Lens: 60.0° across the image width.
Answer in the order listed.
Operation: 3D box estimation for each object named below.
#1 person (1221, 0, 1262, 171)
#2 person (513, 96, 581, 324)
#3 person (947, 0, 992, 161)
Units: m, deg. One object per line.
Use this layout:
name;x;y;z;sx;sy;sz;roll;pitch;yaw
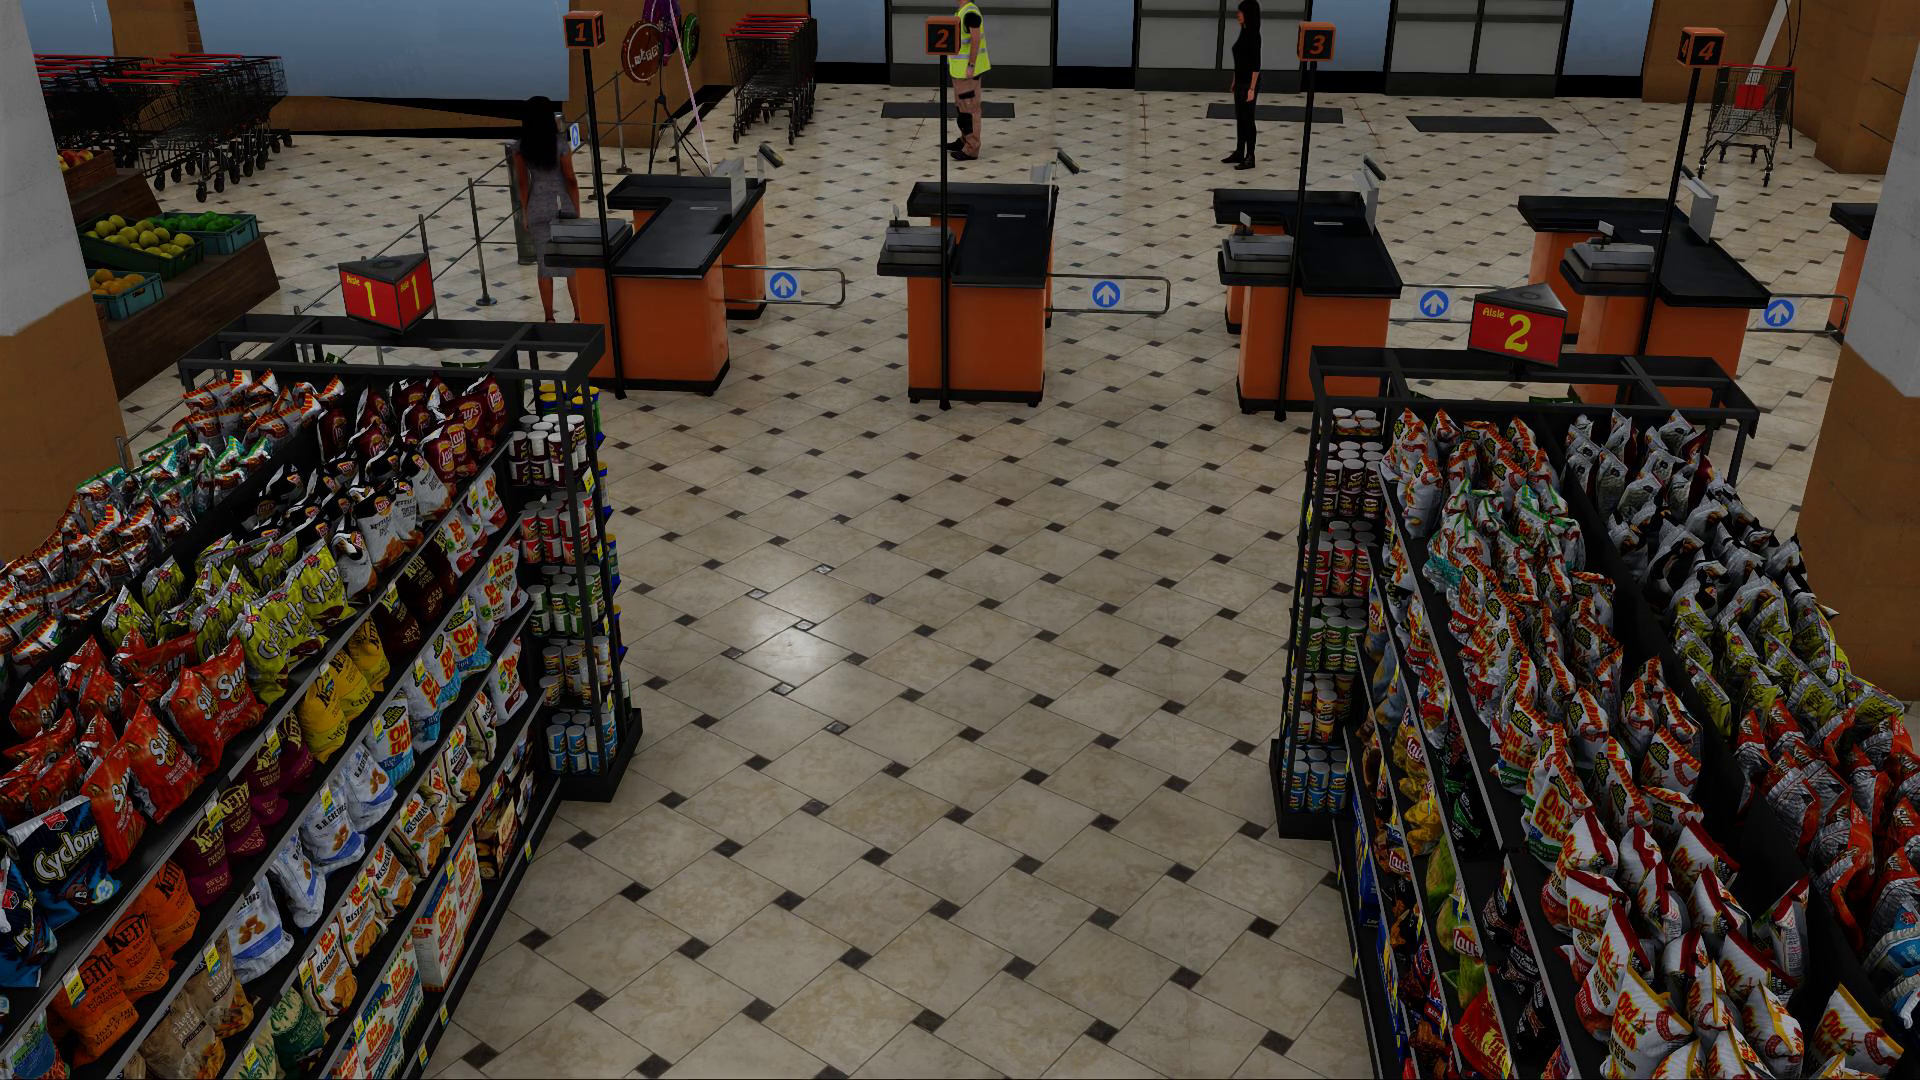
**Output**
person;2.877;-4.569;16.670;0.713;1.641;0.571;-8;28;-15
person;-2.970;-2.339;12.117;0.594;1.781;0.530;0;27;0
person;0.051;-4.836;16.971;0.837;1.845;0.727;-4;27;-9
